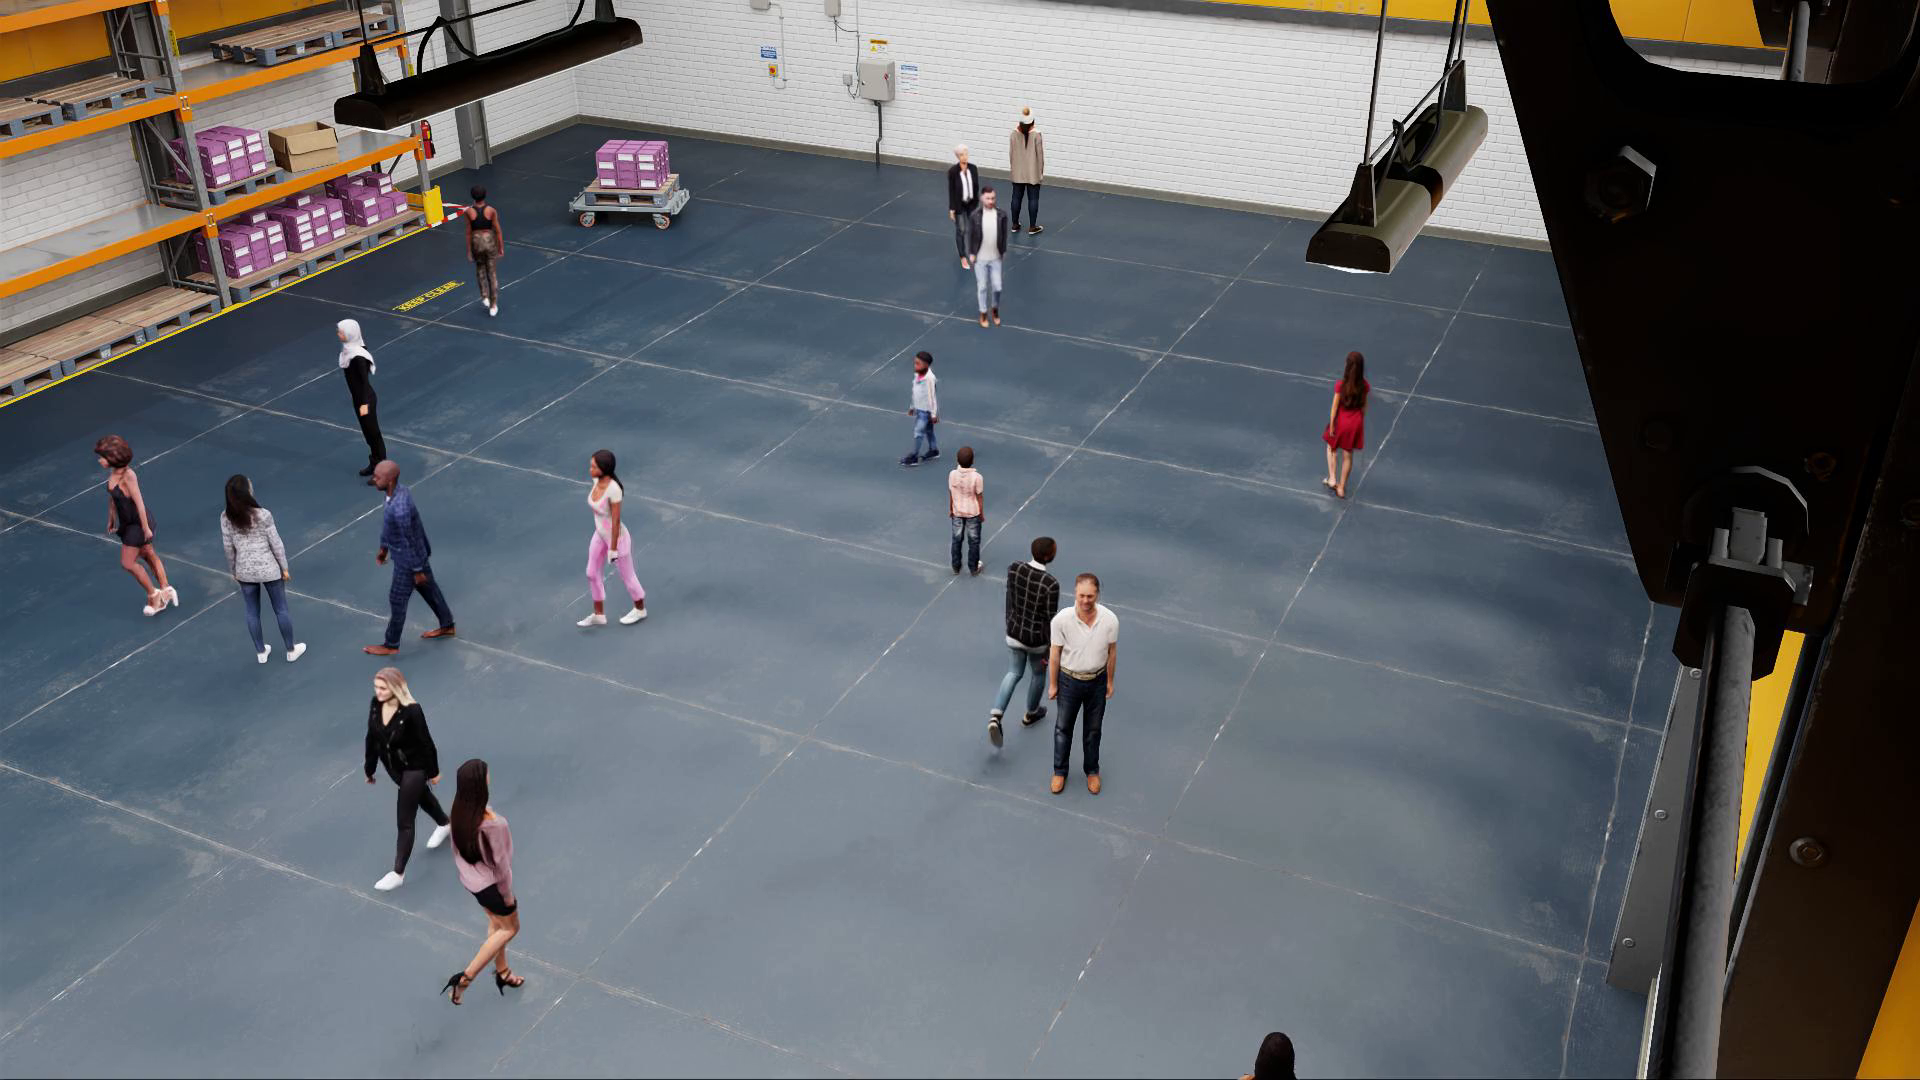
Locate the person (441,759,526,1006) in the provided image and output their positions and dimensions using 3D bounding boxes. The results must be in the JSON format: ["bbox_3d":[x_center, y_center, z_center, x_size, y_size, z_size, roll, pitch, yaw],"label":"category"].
[{"bbox_3d":[-3.024,2.212,10.402,0.753,1.791,0.921,21,35,33],"label":"person"}]

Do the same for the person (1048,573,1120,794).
[{"bbox_3d":[0.919,1.041,12.481,0.742,1.856,0.725,0,29,0],"label":"person"}]

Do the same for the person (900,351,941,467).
[{"bbox_3d":[-0.318,-1.413,17.621,0.818,1.242,0.738,-13,31,-22],"label":"person"}]

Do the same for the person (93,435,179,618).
[{"bbox_3d":[-7.215,-0.153,14.756,0.736,1.774,0.678,-21,35,-34],"label":"person"}]

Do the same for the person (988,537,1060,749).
[{"bbox_3d":[0.481,0.804,12.984,0.778,1.791,1.089,17,33,28],"label":"person"}]

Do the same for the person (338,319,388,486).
[{"bbox_3d":[-6.128,-1.438,17.106,0.705,1.780,0.689,-17,33,-28],"label":"person"}]

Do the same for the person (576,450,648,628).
[{"bbox_3d":[-2.956,-0.022,14.572,0.965,1.720,0.835,-20,34,-32],"label":"person"}]

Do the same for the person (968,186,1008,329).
[{"bbox_3d":[0.330,-3.606,21.030,0.752,1.827,0.765,-3,29,-6],"label":"person"}]

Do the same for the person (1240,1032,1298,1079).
[{"bbox_3d":[1.596,3.276,8.593,0.562,1.655,1.054,12,31,21],"label":"person"}]

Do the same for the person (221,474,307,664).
[{"bbox_3d":[-5.942,0.245,14.070,0.693,1.732,0.686,-2,29,-3],"label":"person"}]

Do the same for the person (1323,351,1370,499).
[{"bbox_3d":[3.933,-1.142,16.815,0.681,1.538,0.755,-1,29,-2],"label":"person"}]

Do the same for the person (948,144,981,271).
[{"bbox_3d":[0.077,-4.610,22.956,0.861,1.772,0.825,-9,30,-16],"label":"person"}]

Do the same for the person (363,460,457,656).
[{"bbox_3d":[-4.640,0.110,14.260,1.135,1.786,1.064,-10,30,-18],"label":"person"}]

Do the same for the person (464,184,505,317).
[{"bbox_3d":[-6.104,-3.699,21.352,0.838,1.682,0.913,-6,29,-11],"label":"person"}]

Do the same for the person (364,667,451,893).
[{"bbox_3d":[-3.841,1.571,11.732,0.611,1.643,1.102,13,31,22],"label":"person"}]

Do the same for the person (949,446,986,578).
[{"bbox_3d":[0.056,-0.269,15.457,0.502,1.306,0.500,10,30,17],"label":"person"}]

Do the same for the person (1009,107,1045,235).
[{"bbox_3d":[0.960,-5.422,24.309,0.665,1.875,0.630,13,31,22],"label":"person"}]
